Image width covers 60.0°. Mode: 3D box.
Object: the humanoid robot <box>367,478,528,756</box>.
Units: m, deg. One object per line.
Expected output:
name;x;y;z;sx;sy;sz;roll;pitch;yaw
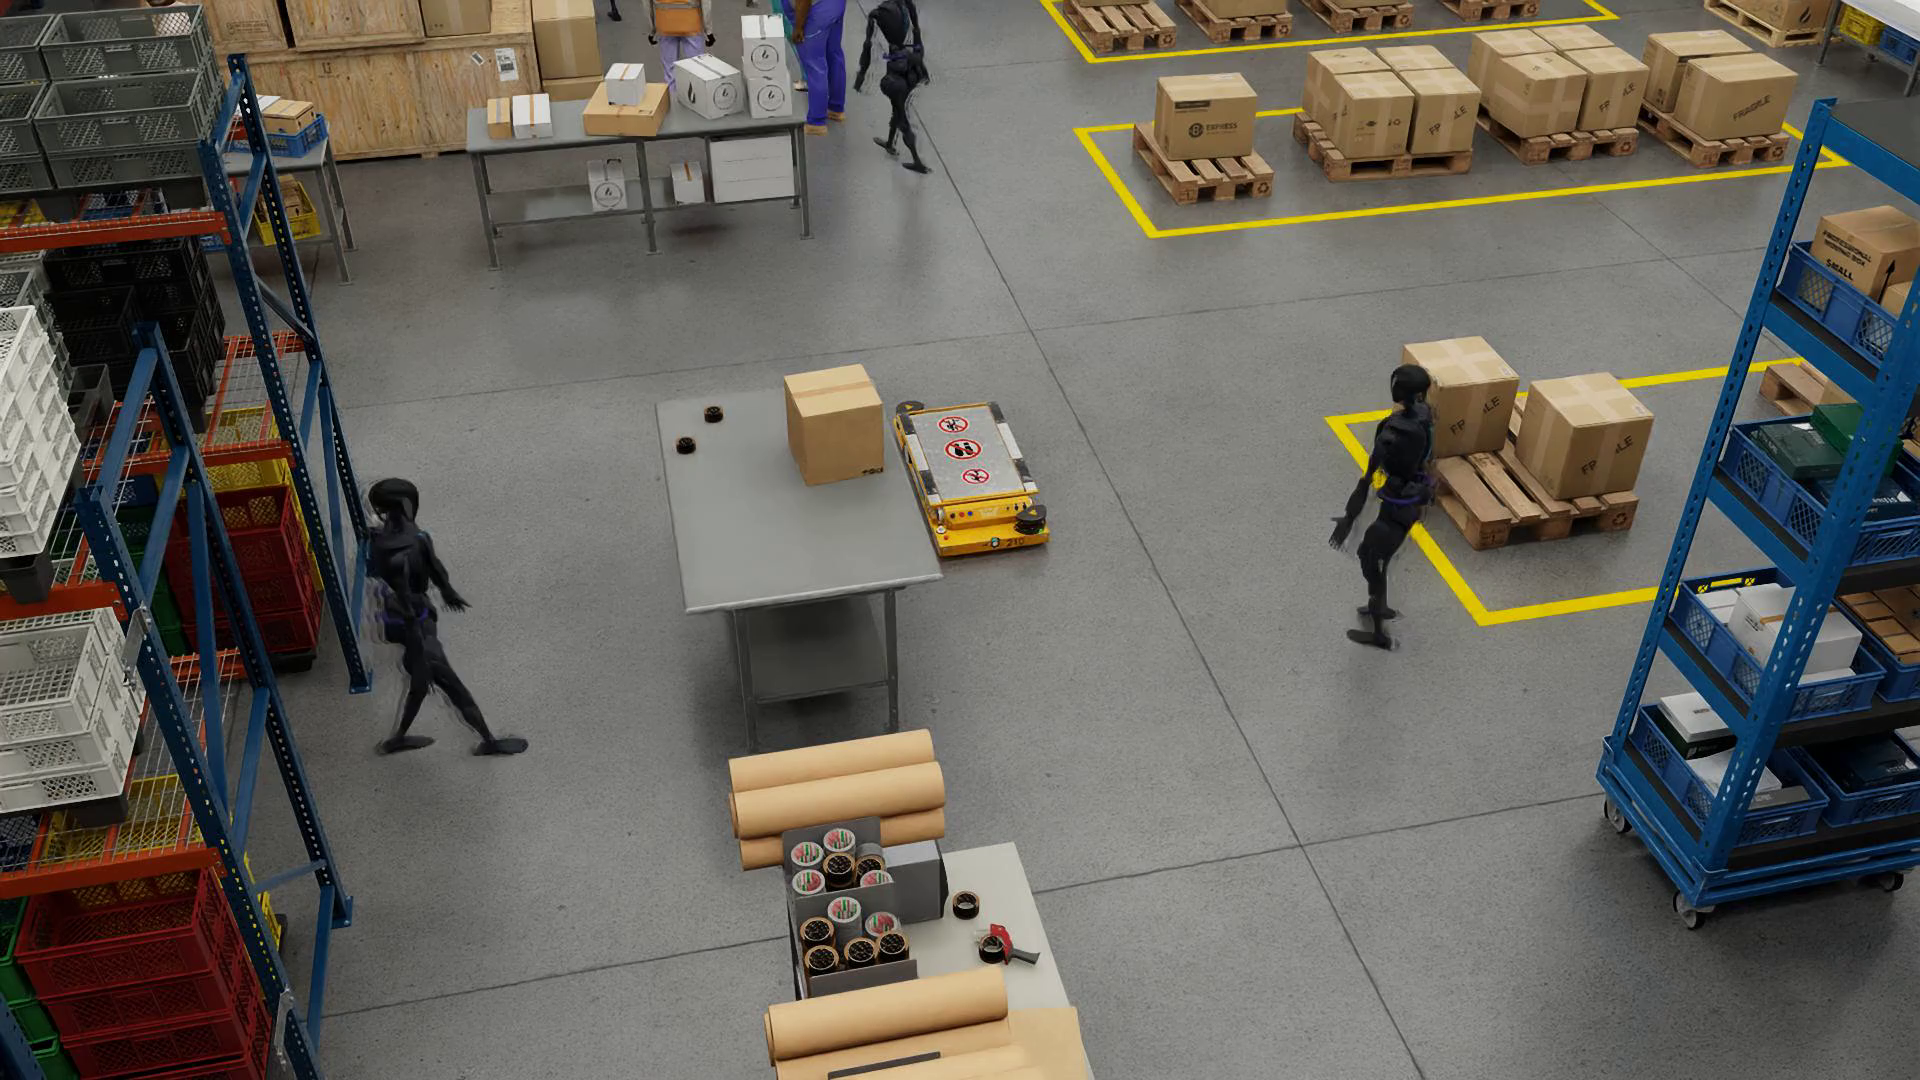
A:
humanoid robot;-2.555;0.391;7.891;0.699;1.639;0.591;-10;38;-13

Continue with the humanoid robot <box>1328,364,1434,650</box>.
humanoid robot;2.191;-0.174;8.617;0.473;1.642;0.554;21;42;26

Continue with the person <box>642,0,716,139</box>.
person;-2.359;-4.322;13.973;0.585;1.928;0.367;1;37;2

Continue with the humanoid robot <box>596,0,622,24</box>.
humanoid robot;-3.652;-5.935;16.345;0.564;1.654;0.319;-19;41;-24

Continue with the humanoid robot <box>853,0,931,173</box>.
humanoid robot;-0.537;-3.837;13.558;0.712;1.630;0.562;23;42;27

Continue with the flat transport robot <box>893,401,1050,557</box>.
flat transport robot;0.046;-0.430;10.108;0.652;0.197;1.431;-8;37;-10

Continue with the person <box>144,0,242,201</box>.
person;-5.867;-3.396;12.681;0.390;1.985;0.610;-10;38;-13

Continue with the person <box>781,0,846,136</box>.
person;-1.253;-4.466;14.073;0.536;2.000;0.674;18;40;23

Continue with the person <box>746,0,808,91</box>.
person;-1.678;-4.930;14.956;0.884;1.722;0.538;15;39;20
